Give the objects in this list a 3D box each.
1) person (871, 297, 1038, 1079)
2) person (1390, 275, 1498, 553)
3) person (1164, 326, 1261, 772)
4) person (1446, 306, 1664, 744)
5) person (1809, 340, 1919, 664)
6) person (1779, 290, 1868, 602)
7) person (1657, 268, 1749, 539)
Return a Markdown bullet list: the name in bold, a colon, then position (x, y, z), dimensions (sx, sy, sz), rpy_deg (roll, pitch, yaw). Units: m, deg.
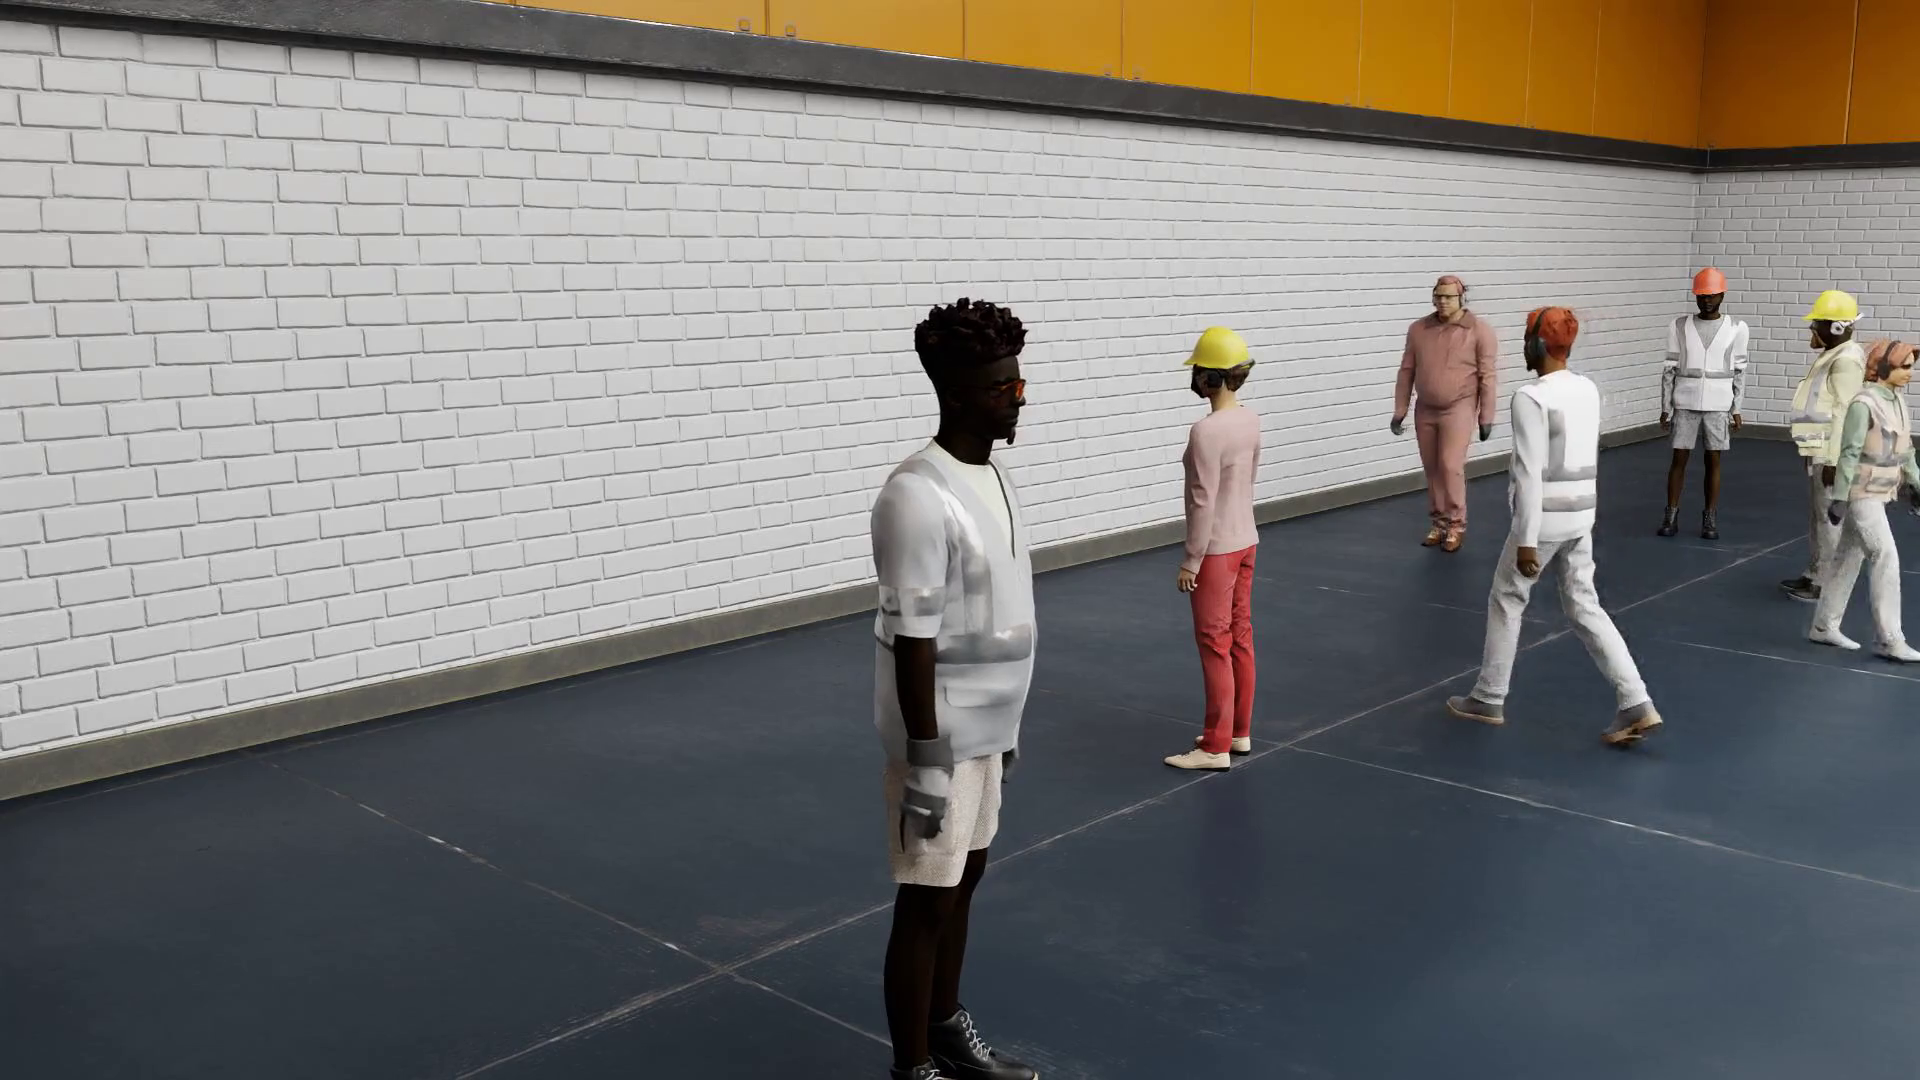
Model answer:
- **person**: position (-0.004, 0.426, 3.866), dimensions (0.373, 1.966, 0.607), rpy_deg (3, 11, 18)
- **person**: position (3.300, -0.866, 11.446), dimensions (0.608, 1.887, 0.659), rpy_deg (-10, 14, -44)
- **person**: position (1.022, 0.039, 6.633), dimensions (0.303, 1.772, 0.523), rpy_deg (6, 12, 31)
- **person**: position (2.563, -0.059, 7.007), dimensions (0.588, 1.848, 0.949), rpy_deg (-7, 12, -35)
- **person**: position (4.702, -0.194, 8.404), dimensions (0.539, 1.608, 0.741), rpy_deg (-9, 14, -43)
- **person**: position (5.090, -0.546, 9.779), dimensions (0.404, 1.833, 0.592), rpy_deg (4, 11, 21)
- **person**: position (5.299, -0.967, 11.880), dimensions (0.551, 1.935, 0.375), rpy_deg (5, 11, 25)
